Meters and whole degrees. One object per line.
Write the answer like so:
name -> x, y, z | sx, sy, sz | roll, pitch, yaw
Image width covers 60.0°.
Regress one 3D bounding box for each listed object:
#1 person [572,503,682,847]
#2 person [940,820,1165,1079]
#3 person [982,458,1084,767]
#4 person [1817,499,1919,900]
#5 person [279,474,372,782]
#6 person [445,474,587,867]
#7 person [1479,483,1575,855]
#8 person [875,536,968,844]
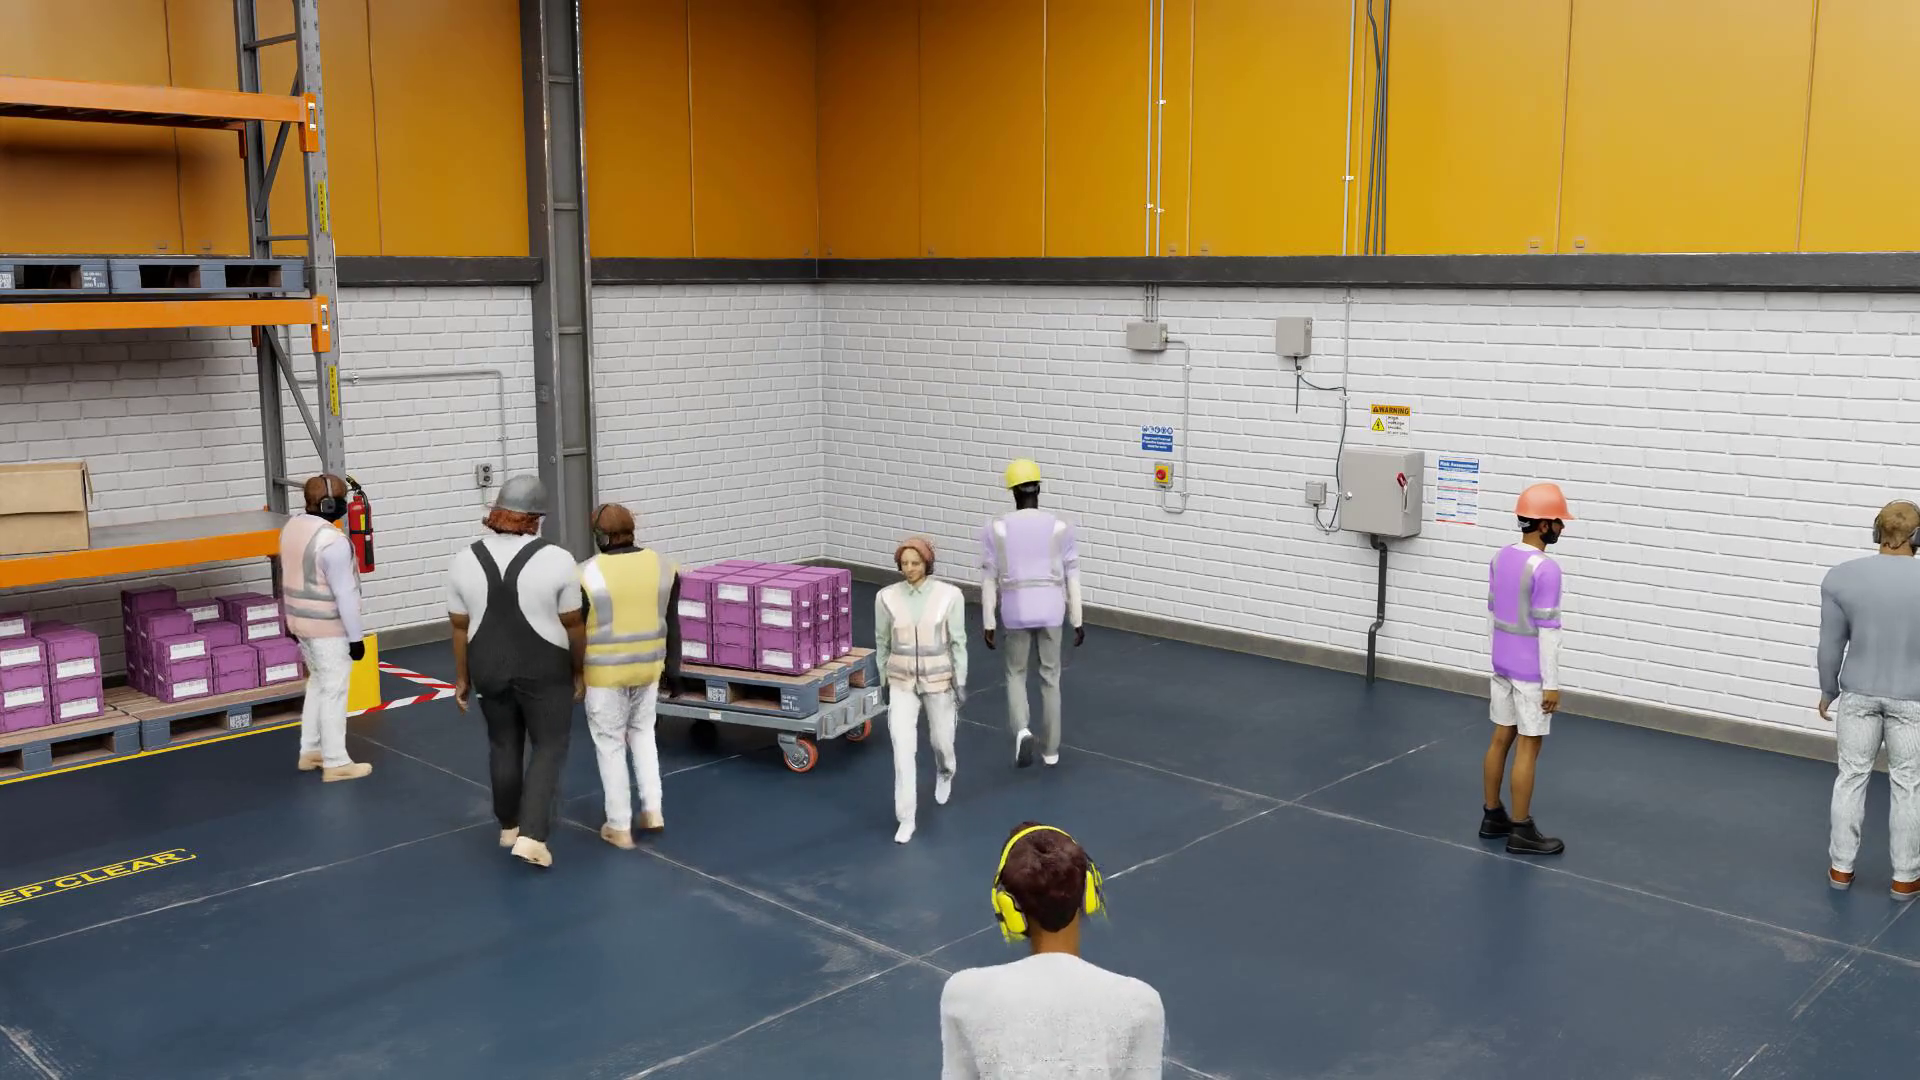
person -> -1.805, 0.706, 8.771 | 0.650, 1.820, 0.505 | -7, 12, -37
person -> 0.219, 1.542, 3.677 | 0.556, 1.815, 0.995 | 0, 9, 2
person -> 0.442, 0.461, 10.033 | 0.626, 1.901, 0.600 | 0, 9, 2
person -> 4.477, 0.769, 8.044 | 0.627, 1.934, 0.370 | 7, 12, 37
person -> -3.749, 0.523, 9.848 | 0.649, 1.836, 0.429 | 8, 12, 42
person -> -2.254, 0.639, 8.509 | 0.694, 2.000, 0.718 | 1, 9, 6
person -> 2.972, 0.662, 8.680 | 0.378, 1.936, 0.548 | -2, 9, -12
person -> -0.199, 0.763, 9.041 | 0.513, 1.616, 0.732 | 1, 9, 8
